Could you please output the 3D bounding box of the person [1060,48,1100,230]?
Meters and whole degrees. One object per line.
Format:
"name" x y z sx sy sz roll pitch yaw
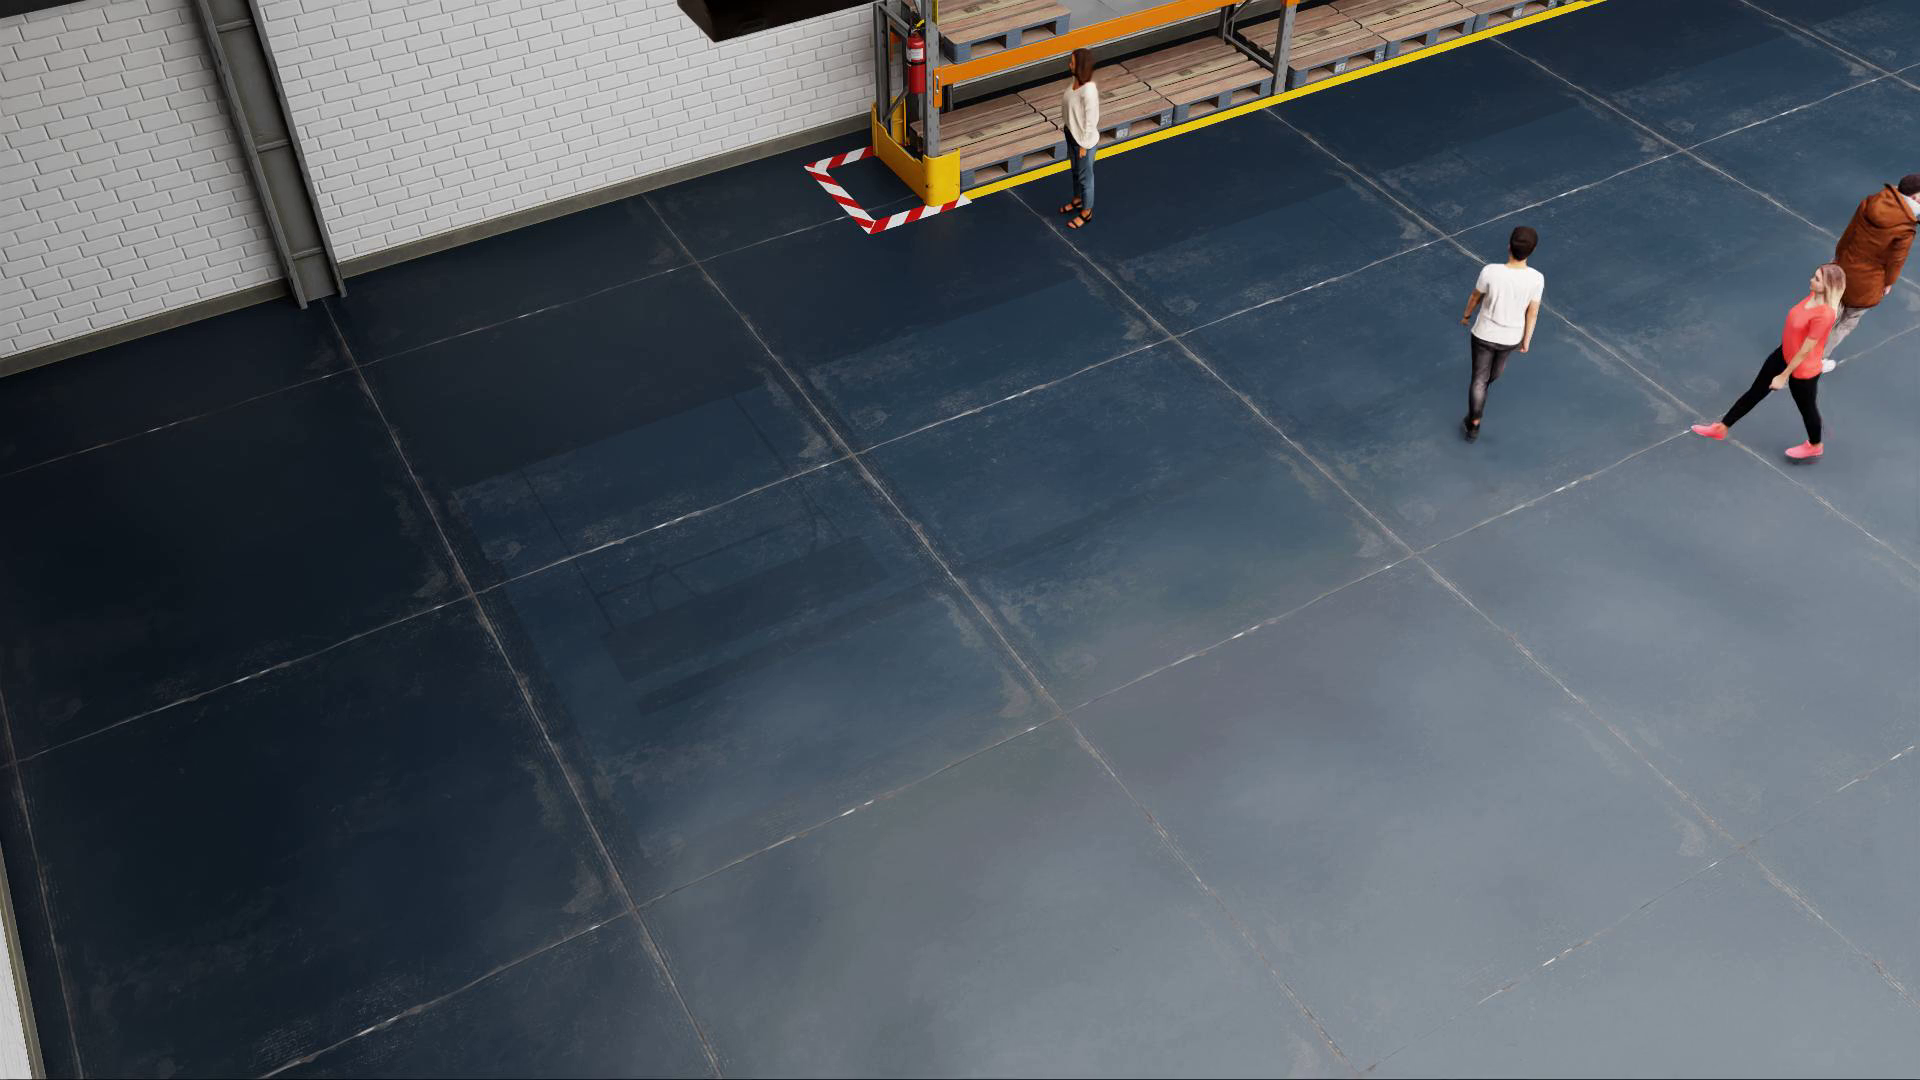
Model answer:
"person" 1.068 -3.534 14.560 0.635 1.680 0.675 -10 45 -10

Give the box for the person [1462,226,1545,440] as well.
"person" 4.018 -1.509 12.435 1.094 1.680 1.103 7 44 7

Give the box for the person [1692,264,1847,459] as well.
"person" 6.228 -1.245 12.188 1.232 1.637 1.096 5 44 5

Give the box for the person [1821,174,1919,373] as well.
"person" 6.912 -2.024 12.874 0.783 1.820 0.801 -10 44 -10
